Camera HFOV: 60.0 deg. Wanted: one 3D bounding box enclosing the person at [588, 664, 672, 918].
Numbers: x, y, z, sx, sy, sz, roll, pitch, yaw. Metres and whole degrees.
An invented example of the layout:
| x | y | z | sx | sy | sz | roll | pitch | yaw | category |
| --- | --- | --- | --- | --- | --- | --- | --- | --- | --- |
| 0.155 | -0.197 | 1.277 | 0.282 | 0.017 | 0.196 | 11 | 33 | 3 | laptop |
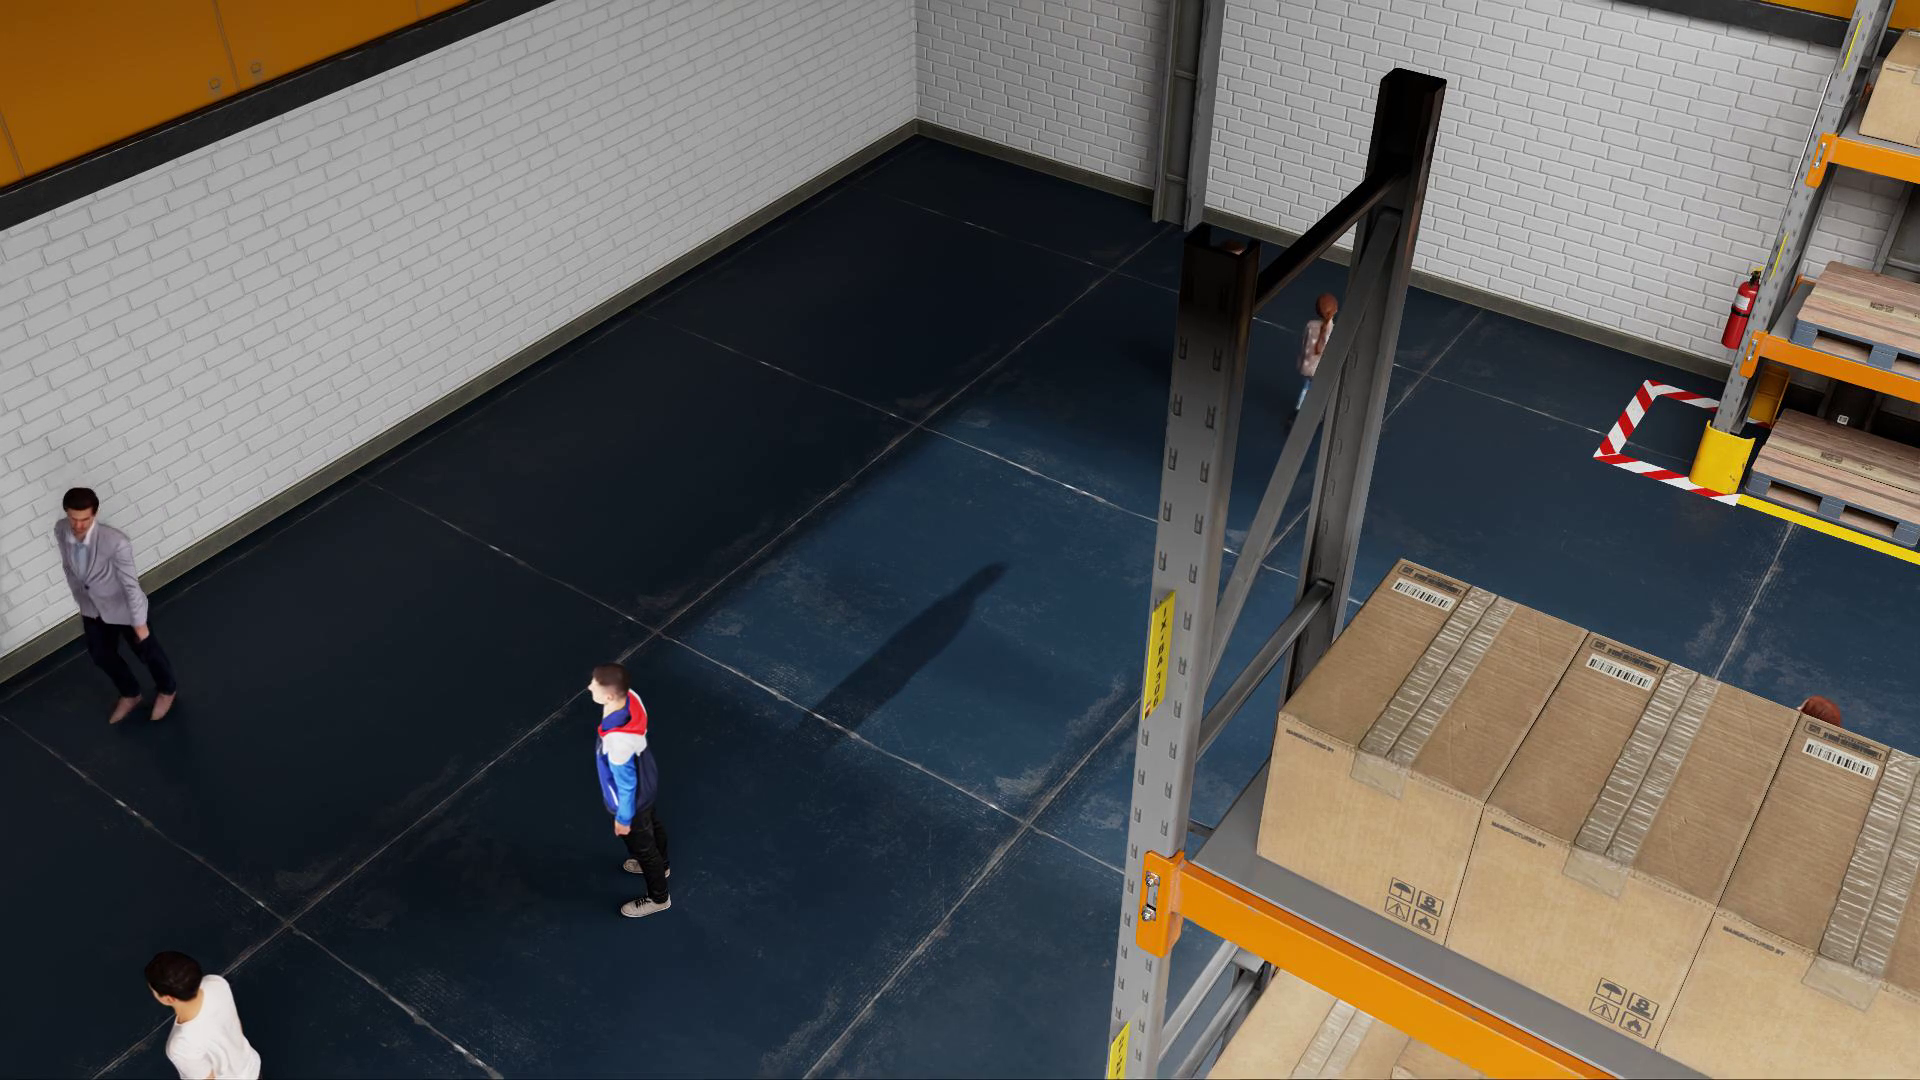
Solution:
| x | y | z | sx | sy | sz | roll | pitch | yaw | category |
| --- | --- | --- | --- | --- | --- | --- | --- | --- | --- |
| -1.767 | 1.329 | 8.962 | 0.746 | 1.756 | 0.715 | -2 | 39 | -2 | person |

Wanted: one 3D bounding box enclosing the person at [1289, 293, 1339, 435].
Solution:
| x | y | z | sx | sy | sz | roll | pitch | yaw | category |
| --- | --- | --- | --- | --- | --- | --- | --- | --- | --- |
| 2.710 | -1.314 | 12.734 | 0.587 | 1.180 | 0.594 | 25 | 45 | 28 | person |

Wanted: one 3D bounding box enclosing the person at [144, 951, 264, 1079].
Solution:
| x | y | z | sx | sy | sz | roll | pitch | yaw | category |
| --- | --- | --- | --- | --- | --- | --- | --- | --- | --- |
| -3.341 | 2.459 | 7.576 | 0.728 | 1.721 | 0.703 | -1 | 39 | -1 | person |

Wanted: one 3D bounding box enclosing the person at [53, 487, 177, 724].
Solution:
| x | y | z | sx | sy | sz | roll | pitch | yaw | category |
| --- | --- | --- | --- | --- | --- | --- | --- | --- | --- |
| -5.130 | 0.376 | 10.106 | 0.736 | 1.820 | 0.882 | 17 | 42 | 20 | person |
